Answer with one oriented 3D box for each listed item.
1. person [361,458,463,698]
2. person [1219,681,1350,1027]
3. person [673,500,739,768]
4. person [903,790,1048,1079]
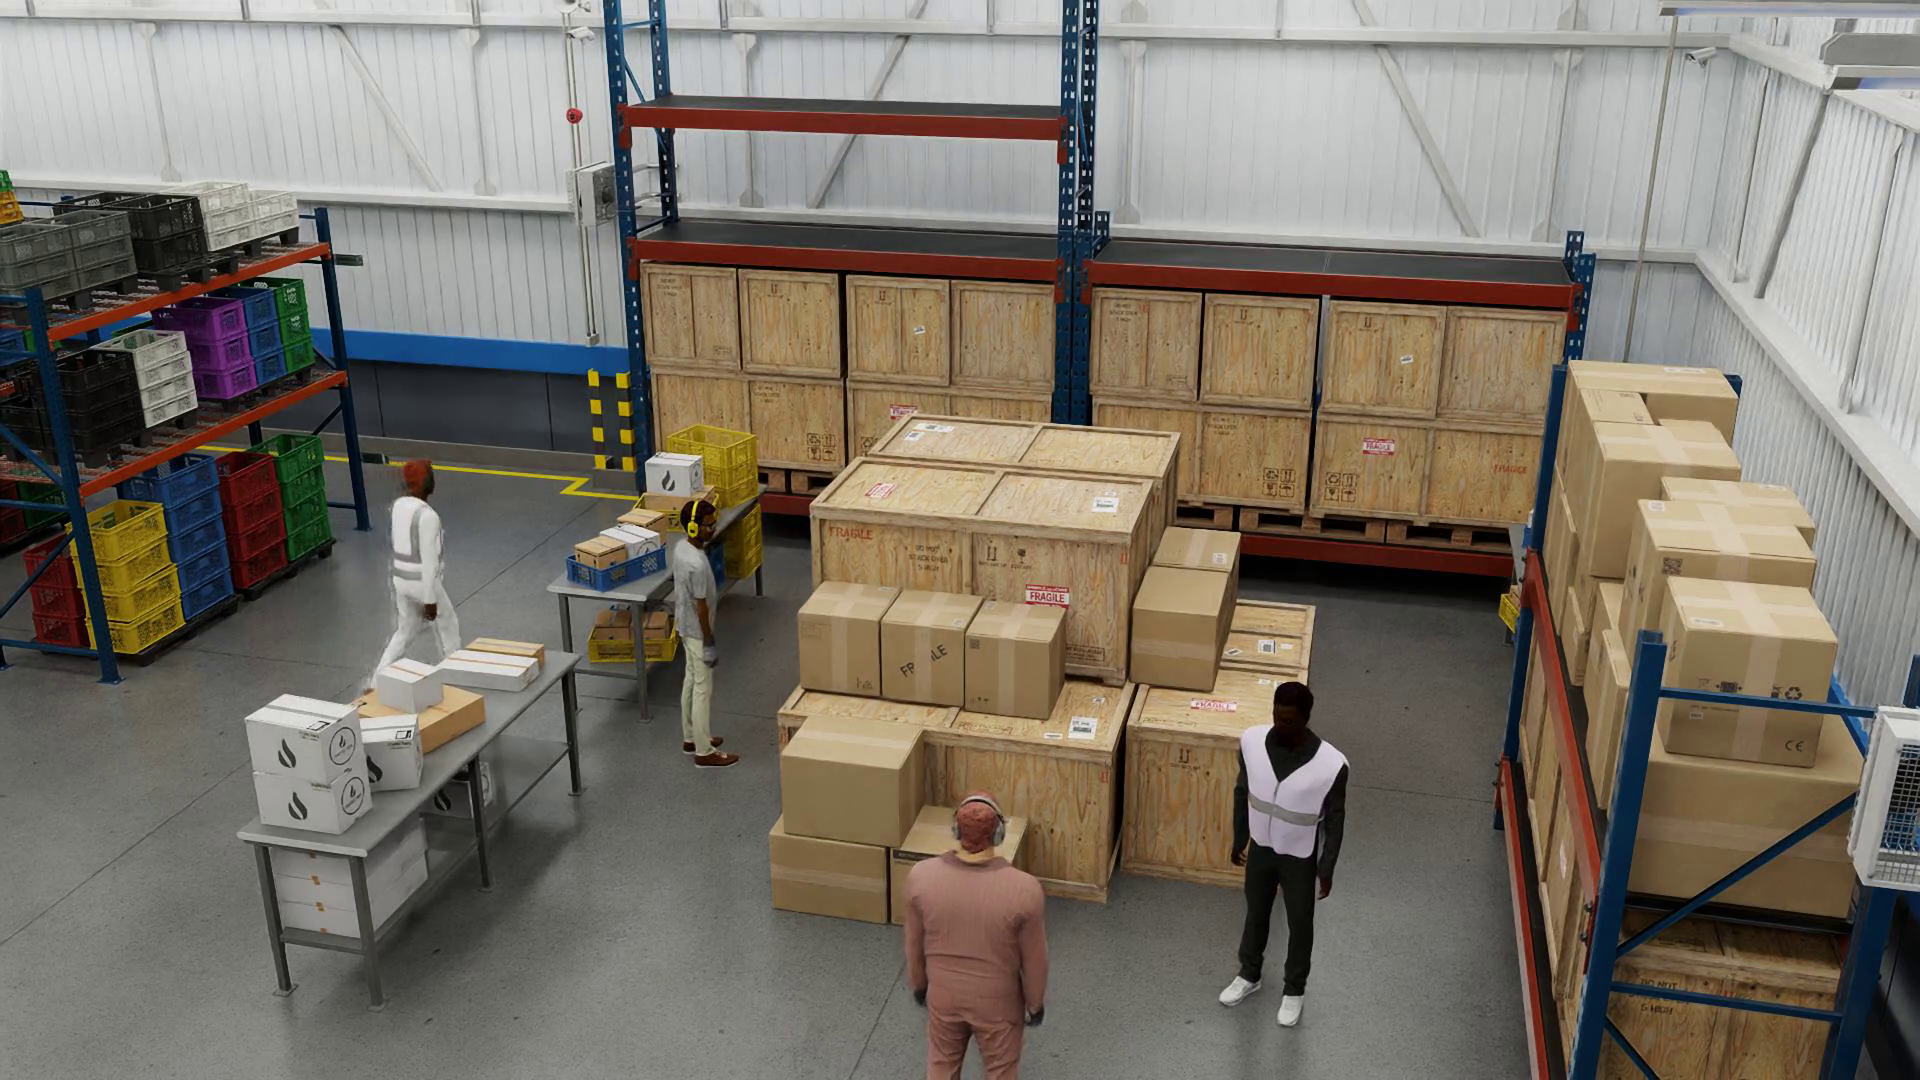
[{"bbox_3d":[-3.948,0.333,11.984,0.618,1.834,0.924,16,26,36],"label":"person"},{"bbox_3d":[1.676,1.587,8.565,0.590,1.919,0.397,14,25,33],"label":"person"},{"bbox_3d":[-1.742,0.620,11.173,0.336,1.864,0.521,-9,23,-22],"label":"person"},{"bbox_3d":[0.075,2.005,7.506,0.655,1.900,0.397,6,22,16],"label":"person"}]
